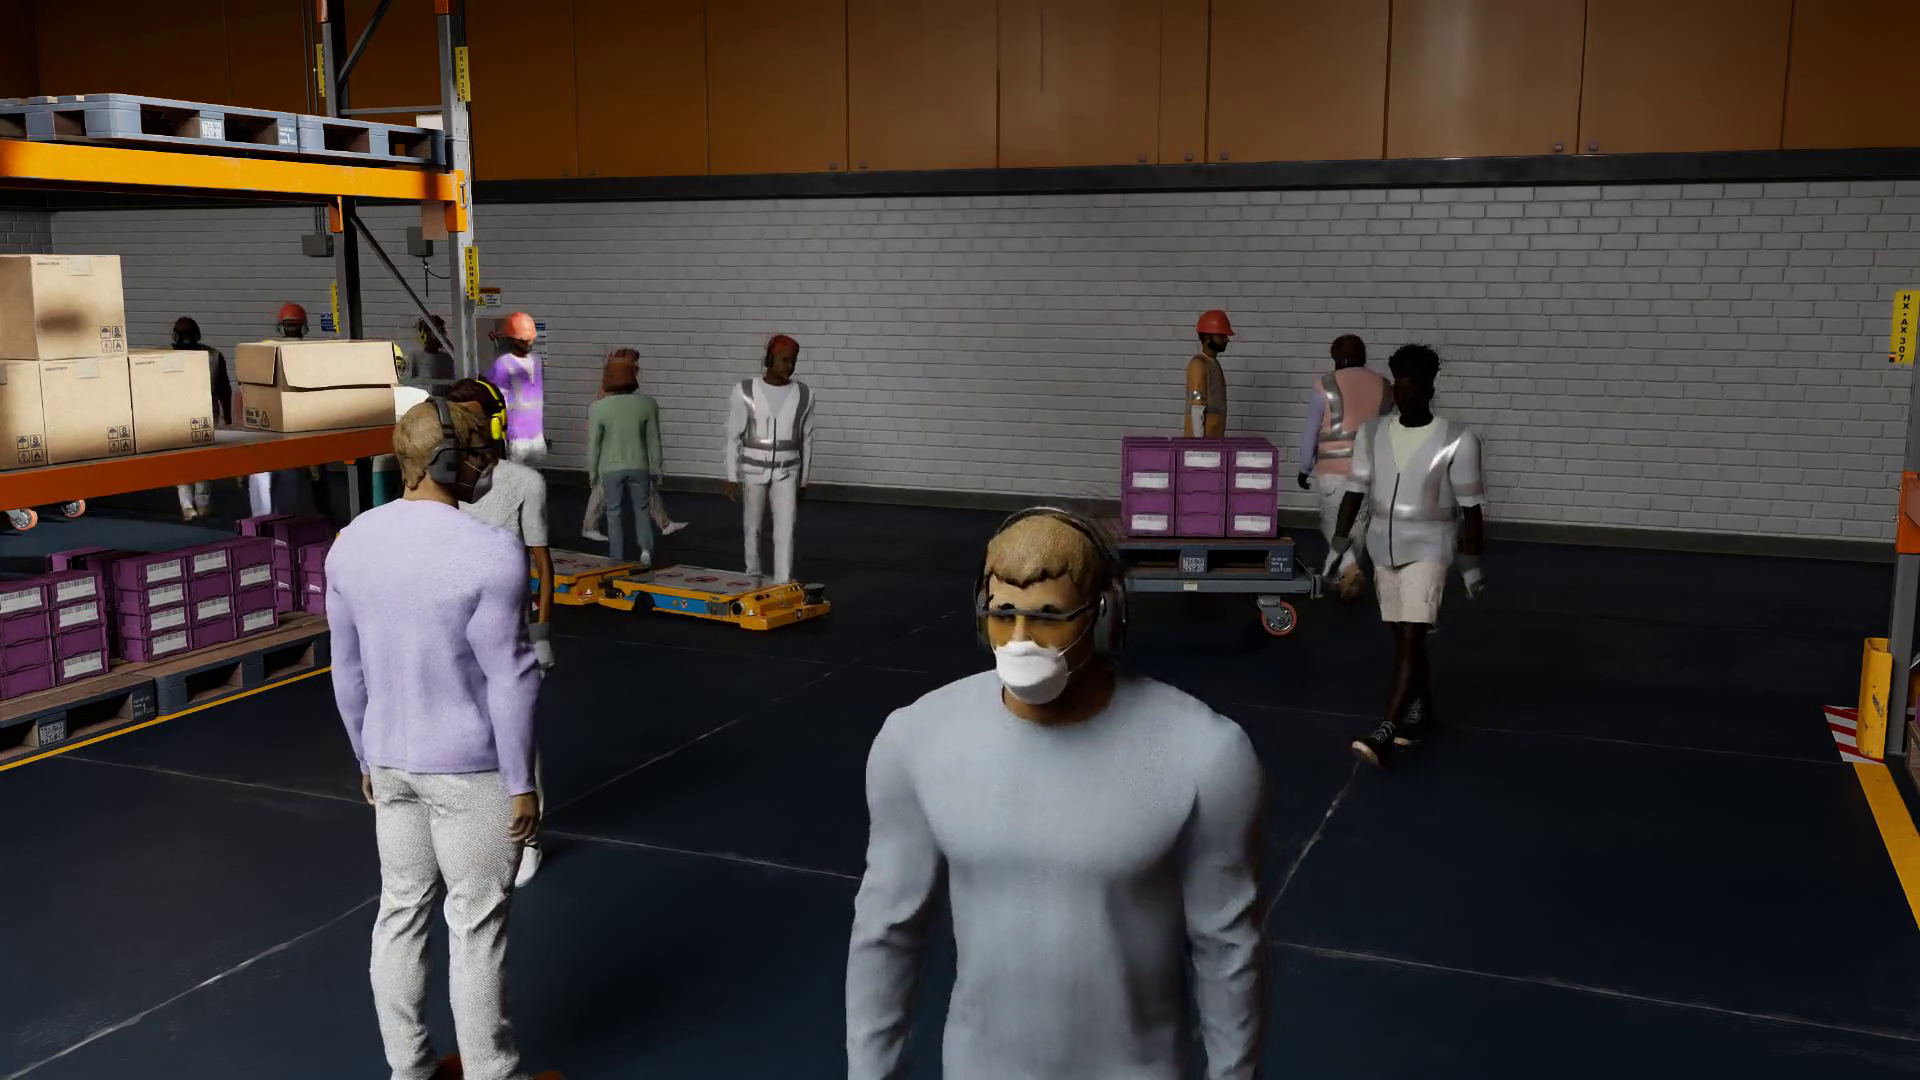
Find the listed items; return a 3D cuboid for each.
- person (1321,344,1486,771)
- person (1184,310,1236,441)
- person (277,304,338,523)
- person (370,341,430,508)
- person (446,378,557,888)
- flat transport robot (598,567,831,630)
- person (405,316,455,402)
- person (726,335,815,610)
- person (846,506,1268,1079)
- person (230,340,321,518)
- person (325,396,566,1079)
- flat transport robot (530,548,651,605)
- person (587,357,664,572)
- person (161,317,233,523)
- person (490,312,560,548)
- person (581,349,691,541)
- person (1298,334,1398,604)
[{"bbox_3d":[1.990,0.073,7.585,1.025,1.907,0.628,-9,13,-43],"label":"person"},{"bbox_3d":[1.906,-0.784,12.707,0.375,1.935,0.551,4,10,20],"label":"person"},{"bbox_3d":[-5.687,-1.047,14.288,0.626,1.949,0.928,-1,9,-8],"label":"person"},{"bbox_3d":[-3.855,-0.471,11.368,0.530,1.760,0.340,-7,12,-36],"label":"person"},{"bbox_3d":[-1.724,0.342,6.083,0.520,1.873,0.335,2,10,14],"label":"person"},{"bbox_3d":[-1.607,0.358,10.821,1.431,0.197,0.652,6,11,32],"label":"flat transport robot"},{"bbox_3d":[-4.400,-0.982,14.186,0.781,1.840,0.523,4,10,22],"label":"person"},{"bbox_3d":[-1.229,-0.420,10.840,0.600,1.829,1.039,-2,10,-13],"label":"person"},{"bbox_3d":[0.118,0.903,2.576,0.653,1.901,0.868,3,10,19],"label":"person"},{"bbox_3d":[-4.760,-0.506,11.572,0.365,1.763,0.546,7,12,36],"label":"person"},{"bbox_3d":[-1.355,0.595,4.357,0.628,1.936,0.374,4,10,25],"label":"person"},{"bbox_3d":[-2.835,0.235,11.567,1.431,0.197,0.652,7,12,37],"label":"flat transport robot"},{"bbox_3d":[-2.393,-0.497,11.894,0.536,1.618,0.466,-4,10,-23],"label":"person"},{"bbox_3d":[-6.783,-1.058,14.764,0.652,1.803,0.865,-7,12,-36],"label":"person"},{"bbox_3d":[-3.552,-0.871,13.321,0.580,1.910,0.556,4,10,23],"label":"person"},{"bbox_3d":[-2.719,-0.769,13.666,0.909,1.587,0.520,1,9,5],"label":"person"},{"bbox_3d":[2.643,-0.465,11.168,0.645,1.815,0.752,-2,10,-12],"label":"person"}]
